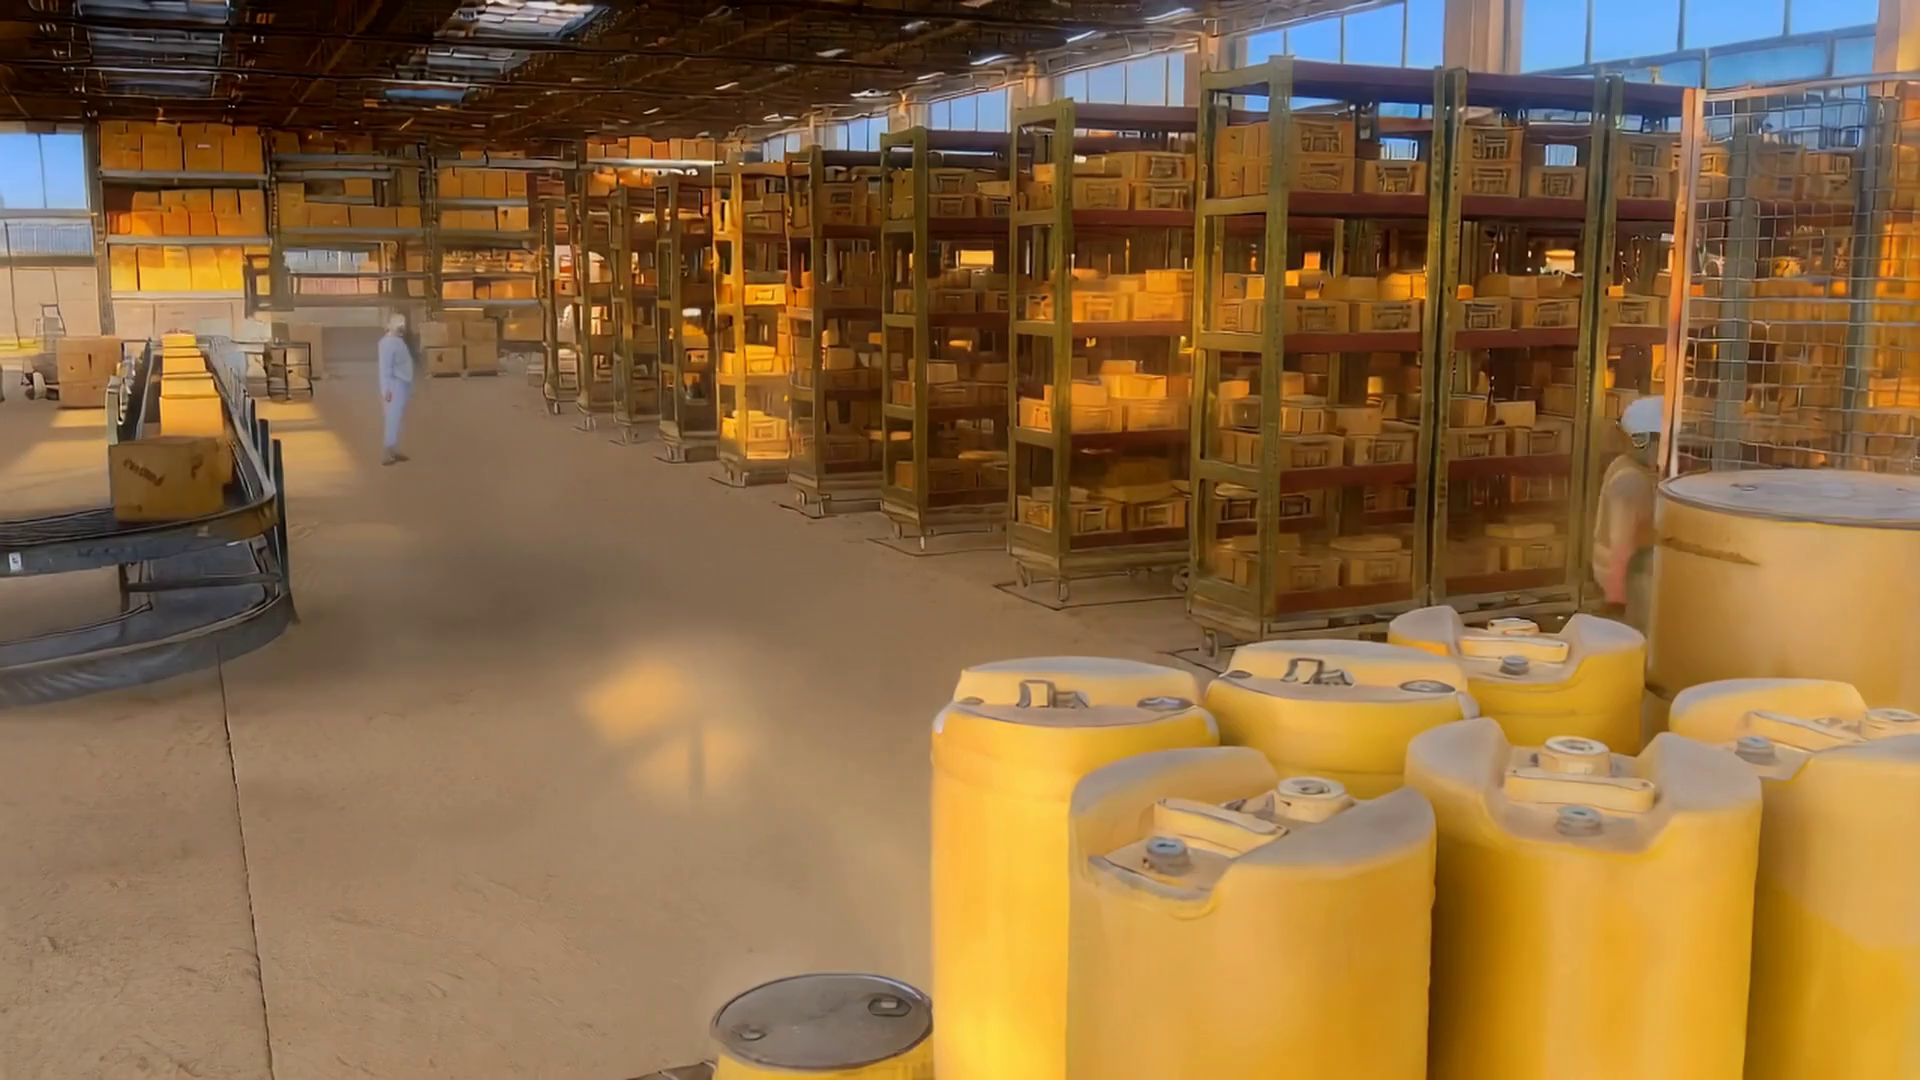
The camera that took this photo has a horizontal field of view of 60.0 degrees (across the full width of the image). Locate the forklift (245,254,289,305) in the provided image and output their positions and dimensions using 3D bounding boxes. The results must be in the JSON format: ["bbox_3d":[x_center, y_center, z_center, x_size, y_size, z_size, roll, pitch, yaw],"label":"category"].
[{"bbox_3d":[-16.449,-5.408,39.640,1.129,2.768,1.873,-4,10,-25],"label":"forklift"}]

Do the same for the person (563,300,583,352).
[{"bbox_3d":[-9.369,-5.060,40.415,0.606,1.940,0.407,4,10,22],"label":"person"}]

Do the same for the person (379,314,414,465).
[{"bbox_3d":[-7.114,-1.900,21.015,0.396,1.879,0.796,-2,9,-9],"label":"person"}]

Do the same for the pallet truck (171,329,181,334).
[{"bbox_3d":[-17.275,-3.851,35.096,1.601,1.201,0.680,0,9,1],"label":"pallet truck"}]

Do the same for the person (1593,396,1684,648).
[{"bbox_3d":[3.307,0.171,8.347,0.702,1.804,0.593,3,10,19],"label":"person"}]

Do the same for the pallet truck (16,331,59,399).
[{"bbox_3d":[-17.082,-3.353,31.781,1.630,1.274,0.653,-4,10,-25],"label":"pallet truck"}]

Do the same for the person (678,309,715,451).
[{"bbox_3d":[-3.601,-2.200,22.476,0.622,1.993,0.384,7,11,37],"label":"person"}]

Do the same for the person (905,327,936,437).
[{"bbox_3d":[-0.431,-2.301,23.634,0.717,1.822,0.579,-5,10,-28],"label":"person"}]

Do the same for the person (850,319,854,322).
[{"bbox_3d":[-3.623,-7.263,54.230,0.567,1.882,0.978,-8,12,-39],"label":"person"}]

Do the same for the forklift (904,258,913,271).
[{"bbox_3d":[-1.281,-7.339,51.623,1.129,2.768,1.873,-4,10,-25],"label":"forklift"}]
